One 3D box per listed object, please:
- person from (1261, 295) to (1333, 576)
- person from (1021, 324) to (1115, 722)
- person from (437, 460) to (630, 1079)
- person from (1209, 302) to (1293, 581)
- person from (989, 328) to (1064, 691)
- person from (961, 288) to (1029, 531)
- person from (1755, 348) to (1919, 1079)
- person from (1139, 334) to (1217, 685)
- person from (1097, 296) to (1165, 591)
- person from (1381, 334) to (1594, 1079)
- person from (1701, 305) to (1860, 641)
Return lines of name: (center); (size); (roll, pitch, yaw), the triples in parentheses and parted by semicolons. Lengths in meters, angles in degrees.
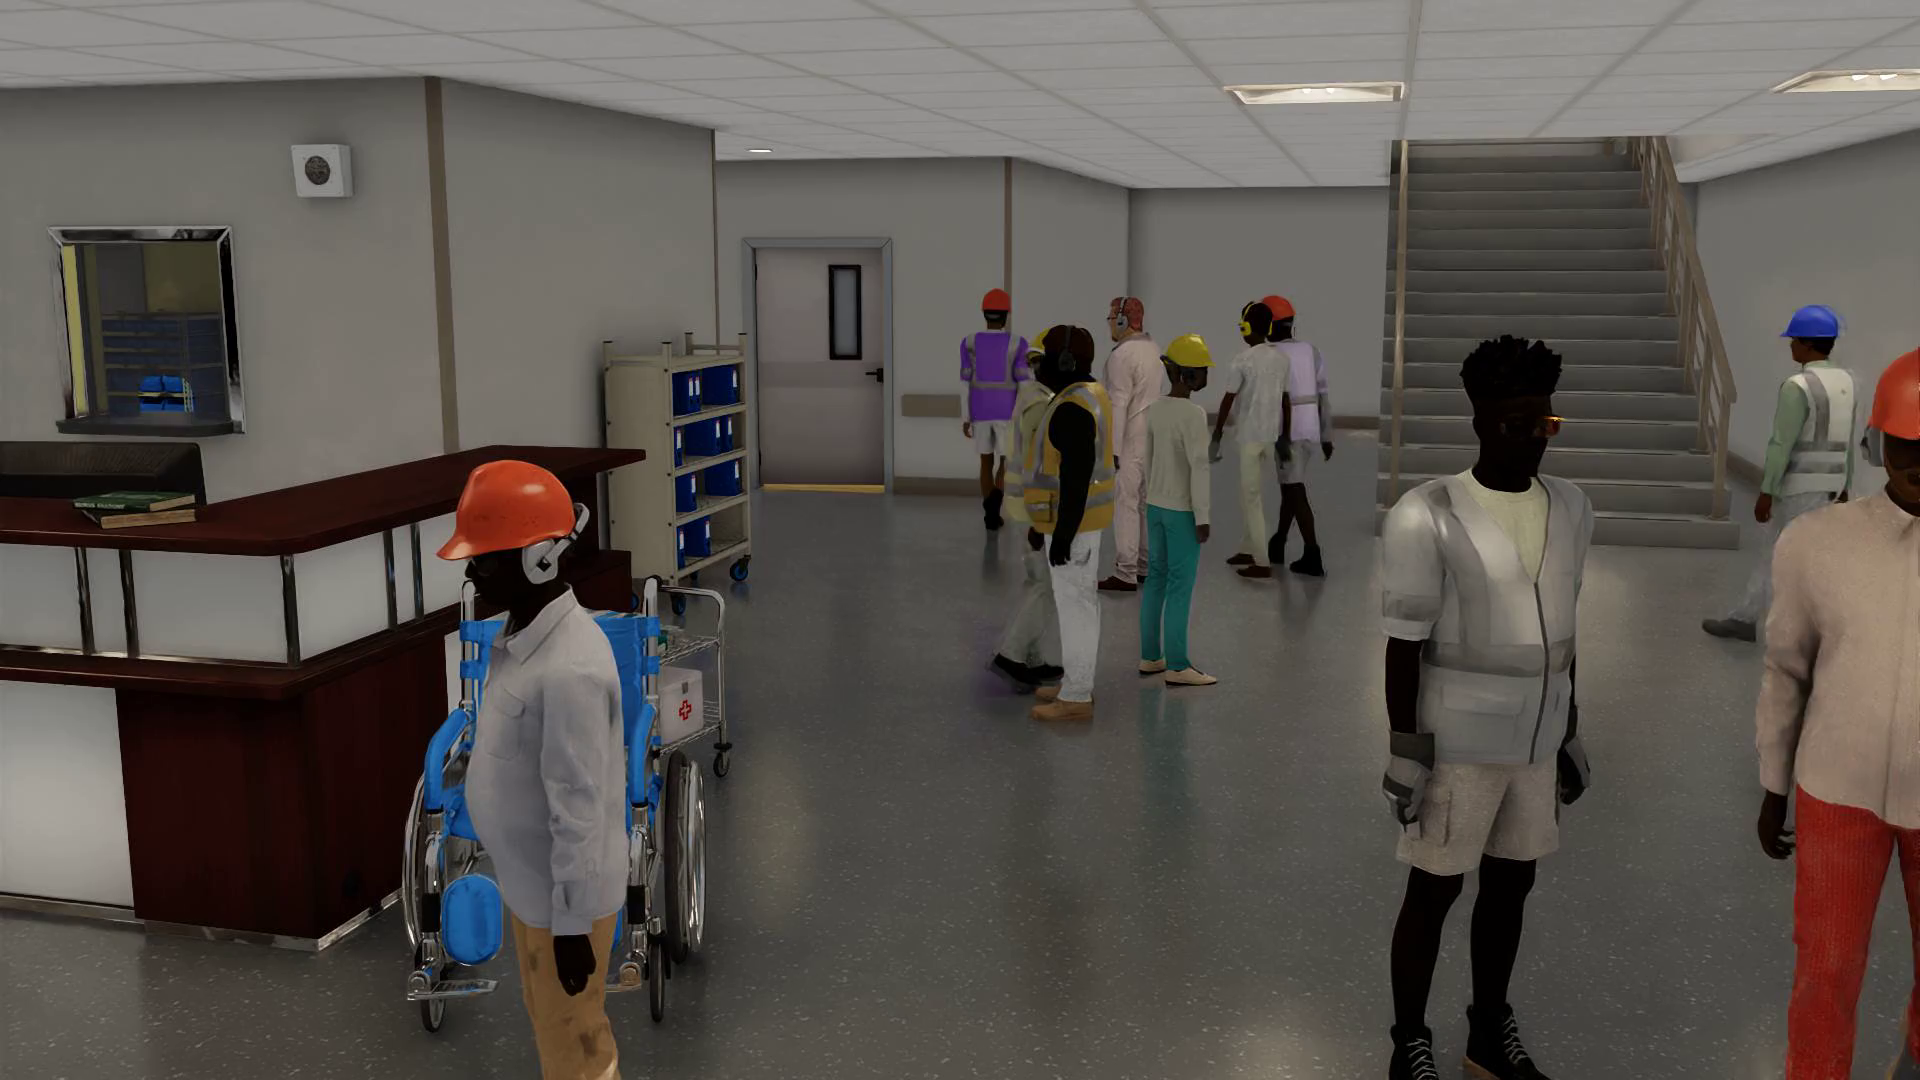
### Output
person: (2.238, -0.728, 11.448); (0.555, 1.880, 0.884); (-6, 11, -32)
person: (0.501, -0.076, 7.750); (0.430, 1.845, 0.619); (2, 10, 10)
person: (-0.879, 0.696, 3.485); (0.351, 1.743, 0.564); (-4, 11, -24)
person: (1.901, -0.666, 11.197); (0.508, 1.852, 0.673); (-7, 12, -34)
person: (0.396, -0.153, 8.339); (0.481, 1.800, 0.634); (0, 10, -1)
person: (0.259, -0.993, 12.943); (0.546, 1.914, 0.729); (2, 10, 12)
person: (2.119, 0.543, 3.740); (0.615, 1.970, 0.779); (6, 11, 32)
person: (1.120, -0.154, 8.425); (0.329, 1.767, 0.529); (-4, 10, -22)
person: (1.084, -0.624, 10.813); (0.398, 1.899, 0.649); (5, 11, 28)
person: (1.309, 0.478, 4.115); (0.616, 1.964, 0.361); (-4, 11, -24)
person: (4.556, -0.309, 8.967); (0.623, 1.900, 0.984); (-7, 12, -38)
